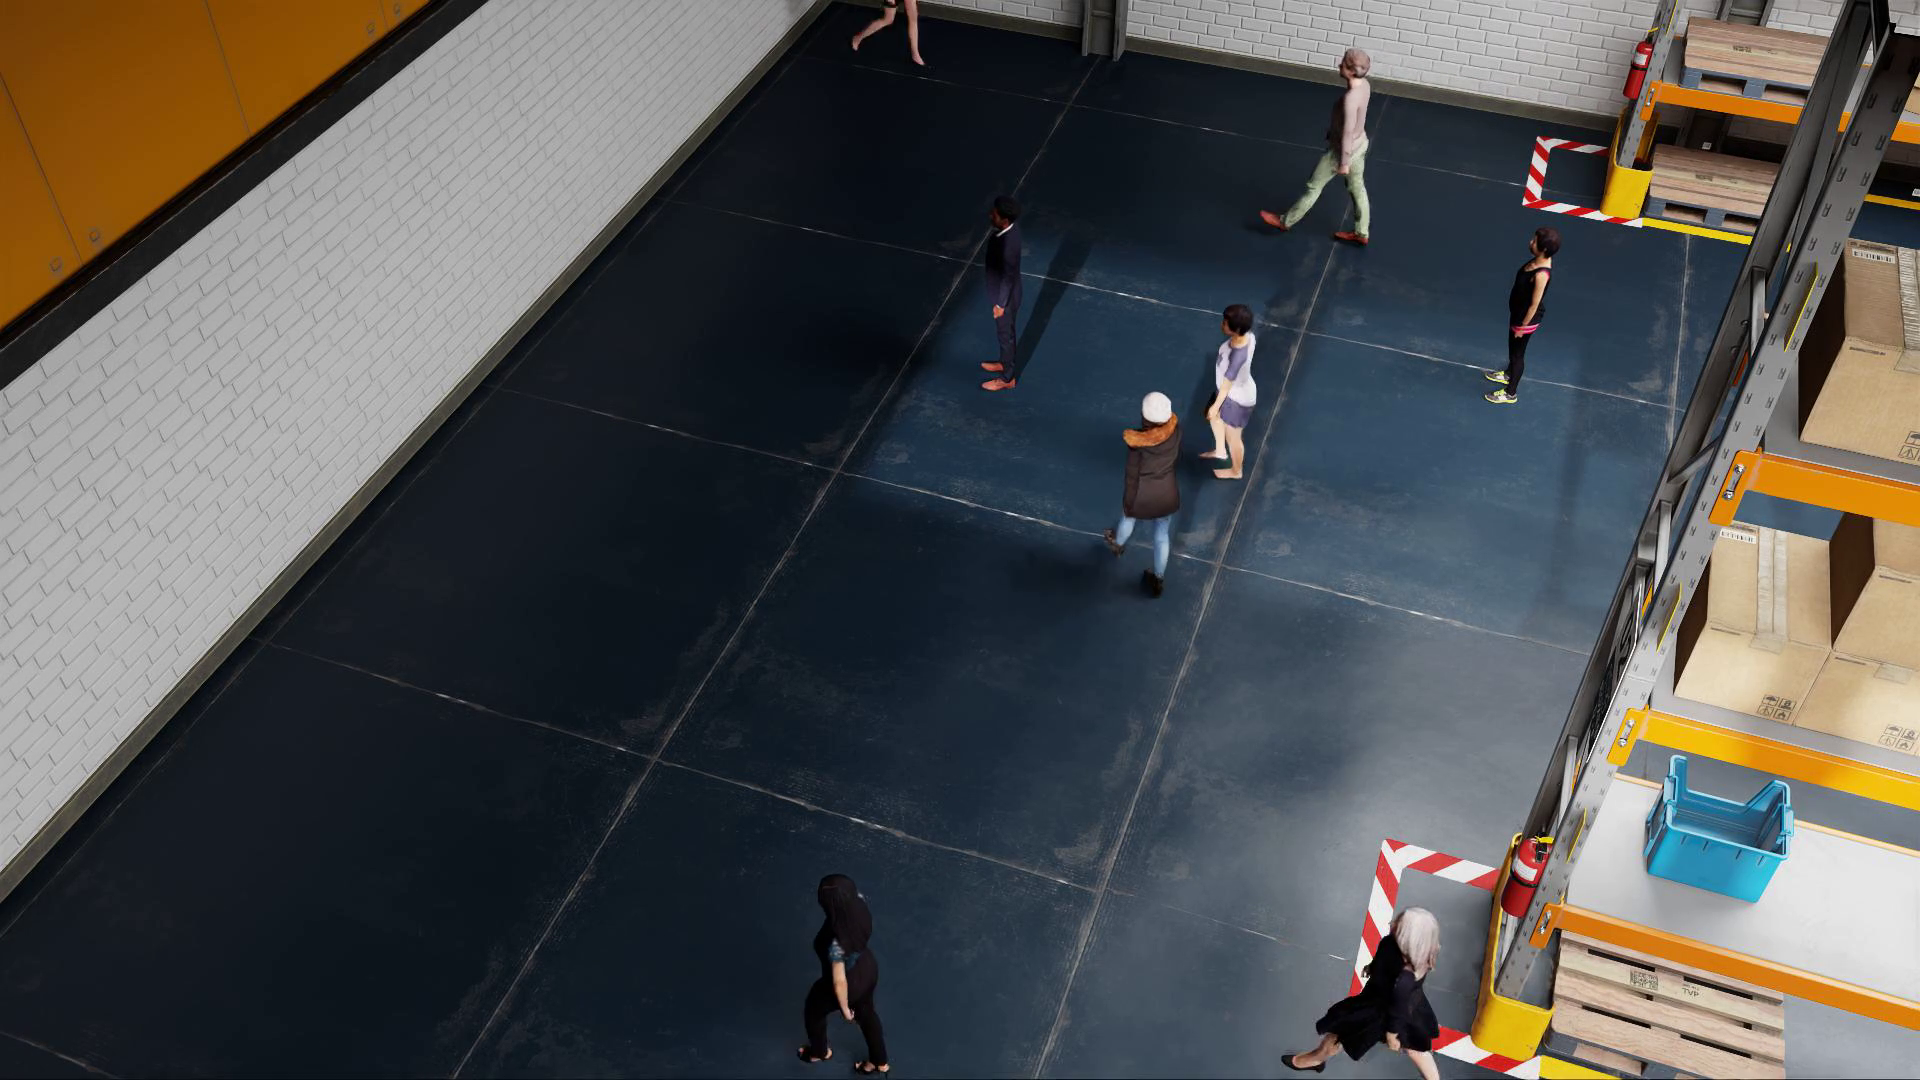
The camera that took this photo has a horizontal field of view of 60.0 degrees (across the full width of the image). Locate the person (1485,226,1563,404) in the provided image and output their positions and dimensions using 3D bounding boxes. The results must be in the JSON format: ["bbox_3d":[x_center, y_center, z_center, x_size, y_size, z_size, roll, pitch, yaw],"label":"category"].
[{"bbox_3d":[4.408,-1.769,12.943,0.519,1.553,0.548,11,45,11],"label":"person"}]

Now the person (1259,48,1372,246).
[{"bbox_3d":[3.422,-3.335,14.387,1.227,1.829,0.760,19,47,19],"label":"person"}]

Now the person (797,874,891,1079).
[{"bbox_3d":[-0.505,2.288,8.564,0.760,1.719,0.594,17,46,17],"label":"person"}]

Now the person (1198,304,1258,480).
[{"bbox_3d":[2.085,-1.067,12.208,0.629,1.552,0.605,7,44,7],"label":"person"}]

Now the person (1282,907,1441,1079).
[{"bbox_3d":[2.266,2.415,8.449,1.214,1.694,0.721,21,48,21],"label":"person"}]

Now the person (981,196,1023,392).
[{"bbox_3d":[0.354,-1.932,12.989,0.653,1.727,0.693,0,44,0],"label":"person"}]

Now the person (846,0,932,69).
[{"bbox_3d":[-0.745,-5.606,16.792,1.115,1.799,0.660,11,45,11],"label":"person"}]

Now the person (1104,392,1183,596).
[{"bbox_3d":[1.339,-0.277,11.338,0.968,1.607,1.003,-13,45,-13],"label":"person"}]
